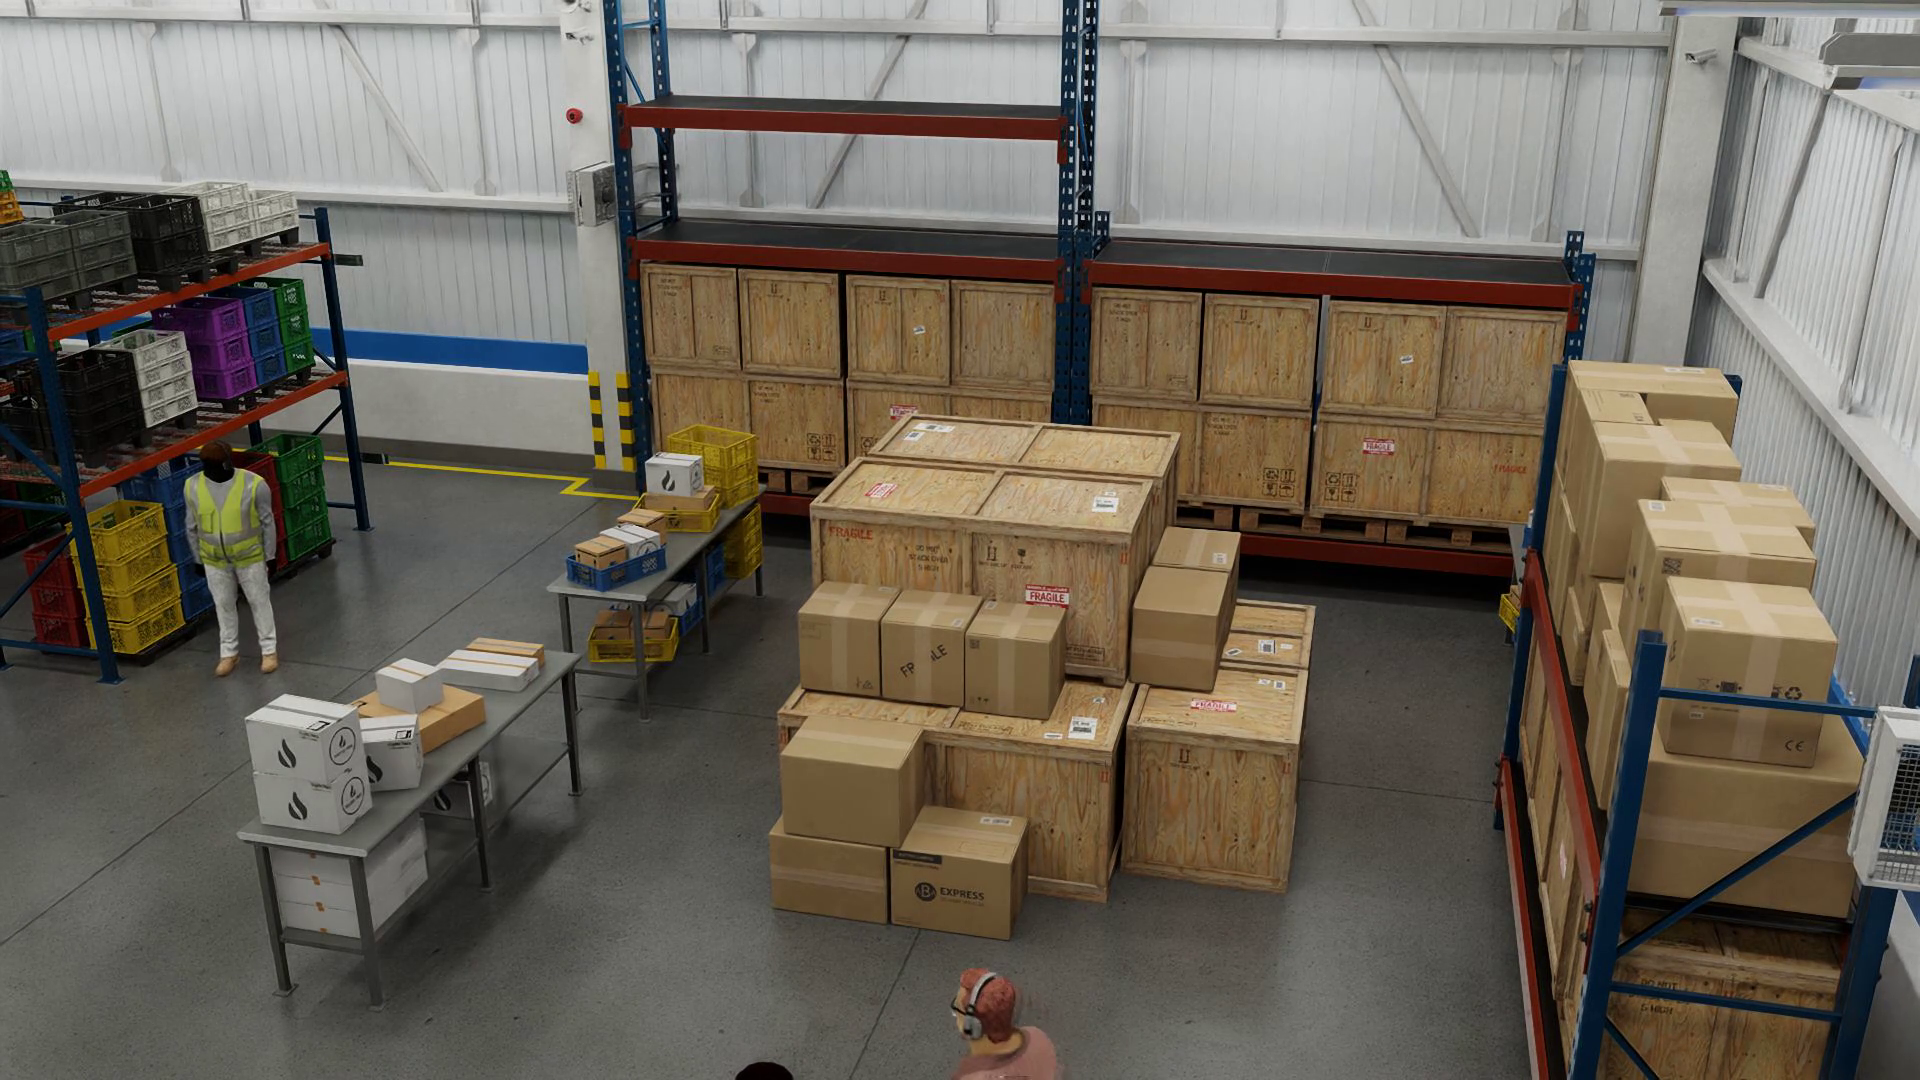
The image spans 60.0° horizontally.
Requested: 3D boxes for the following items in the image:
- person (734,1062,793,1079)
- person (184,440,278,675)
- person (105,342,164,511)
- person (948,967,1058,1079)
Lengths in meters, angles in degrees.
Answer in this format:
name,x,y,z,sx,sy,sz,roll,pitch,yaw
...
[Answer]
name,x,y,z,sx,sy,sz,roll,pitch,yaw
person,-0.693,2.646,5.795,0.399,1.920,0.589,-15,26,-35
person,-5.446,0.130,12.488,0.624,1.841,0.430,-2,21,-6
person,-7.559,-0.880,15.115,0.380,1.854,0.651,4,21,10
person,0.085,2.461,6.311,0.433,1.892,0.665,15,26,35
